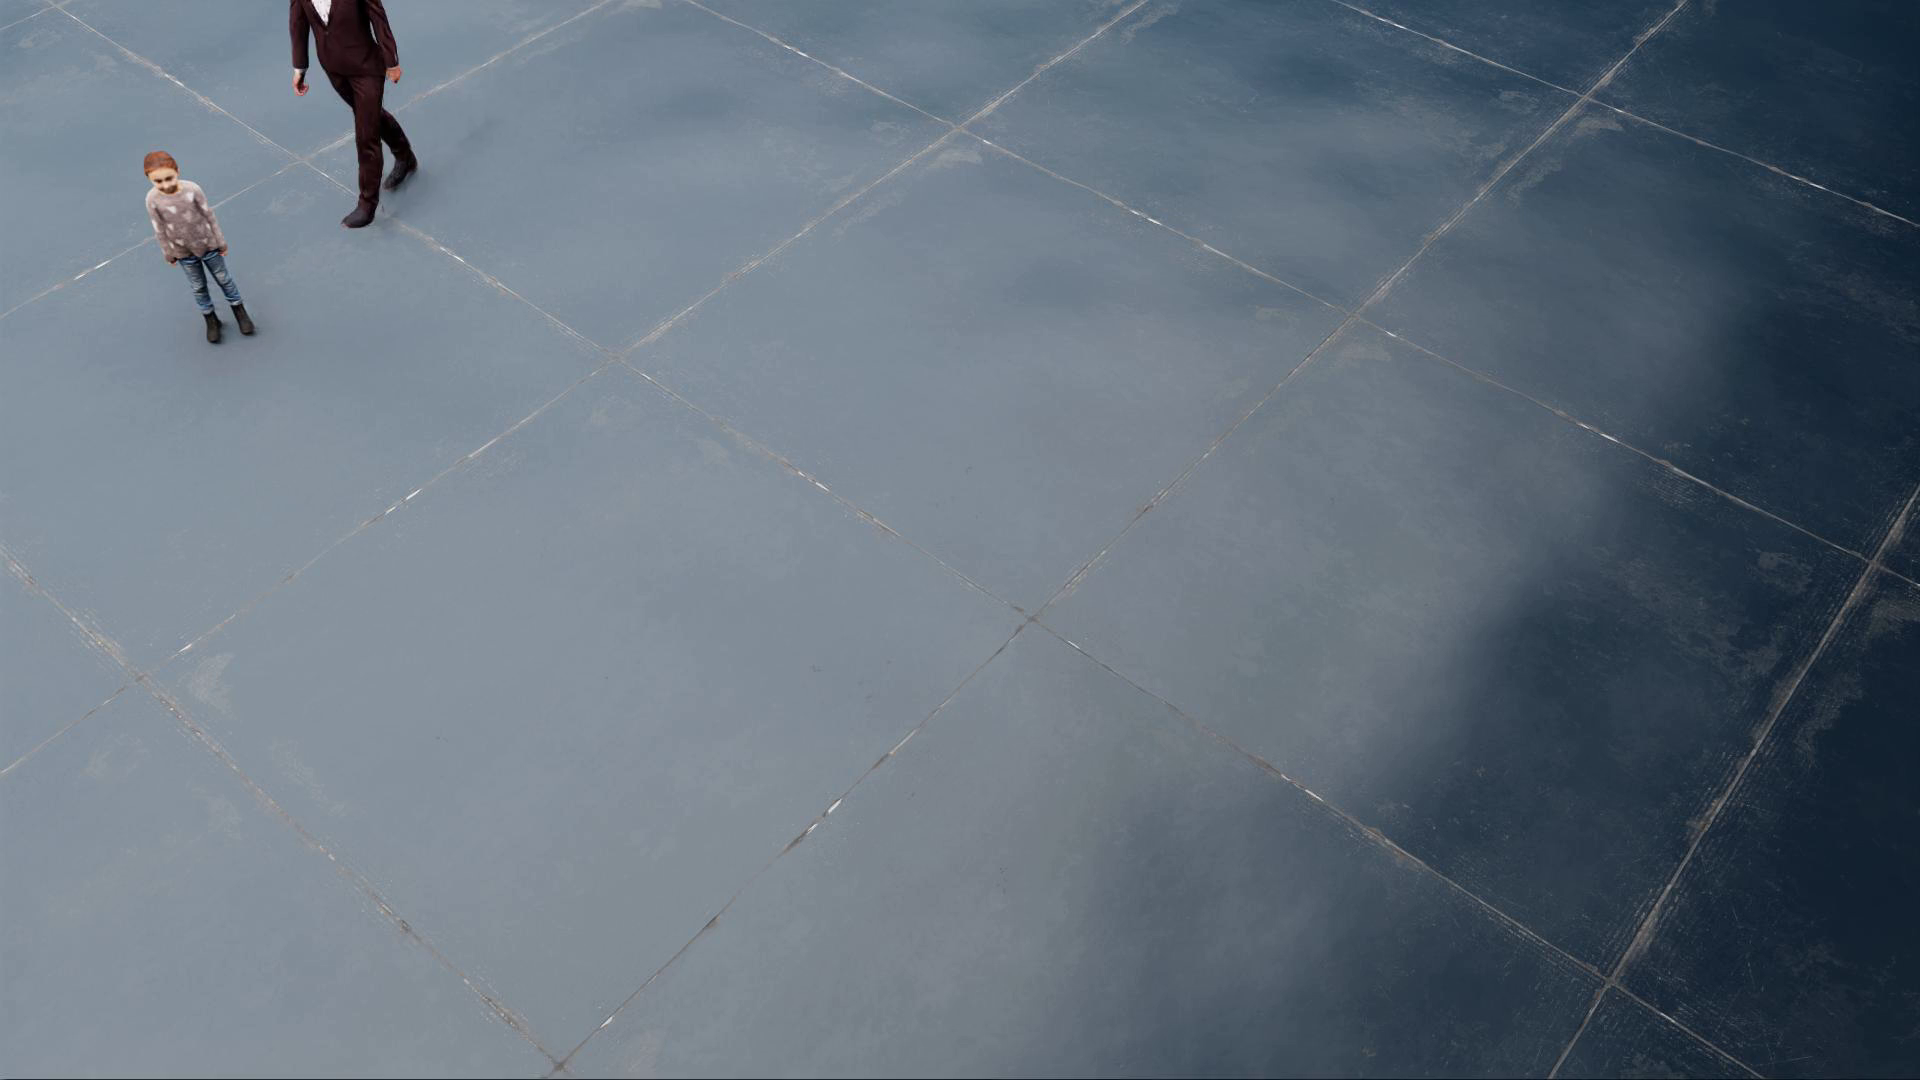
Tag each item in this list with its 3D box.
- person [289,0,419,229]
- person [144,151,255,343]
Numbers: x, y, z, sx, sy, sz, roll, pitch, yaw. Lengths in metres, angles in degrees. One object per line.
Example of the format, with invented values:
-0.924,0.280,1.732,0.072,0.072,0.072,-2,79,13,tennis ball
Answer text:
-3.555,-2.852,9.841,0.949,1.824,1.234,14,49,13,person
-4.210,-1.636,9.146,0.516,1.194,0.609,-16,49,-14,person
